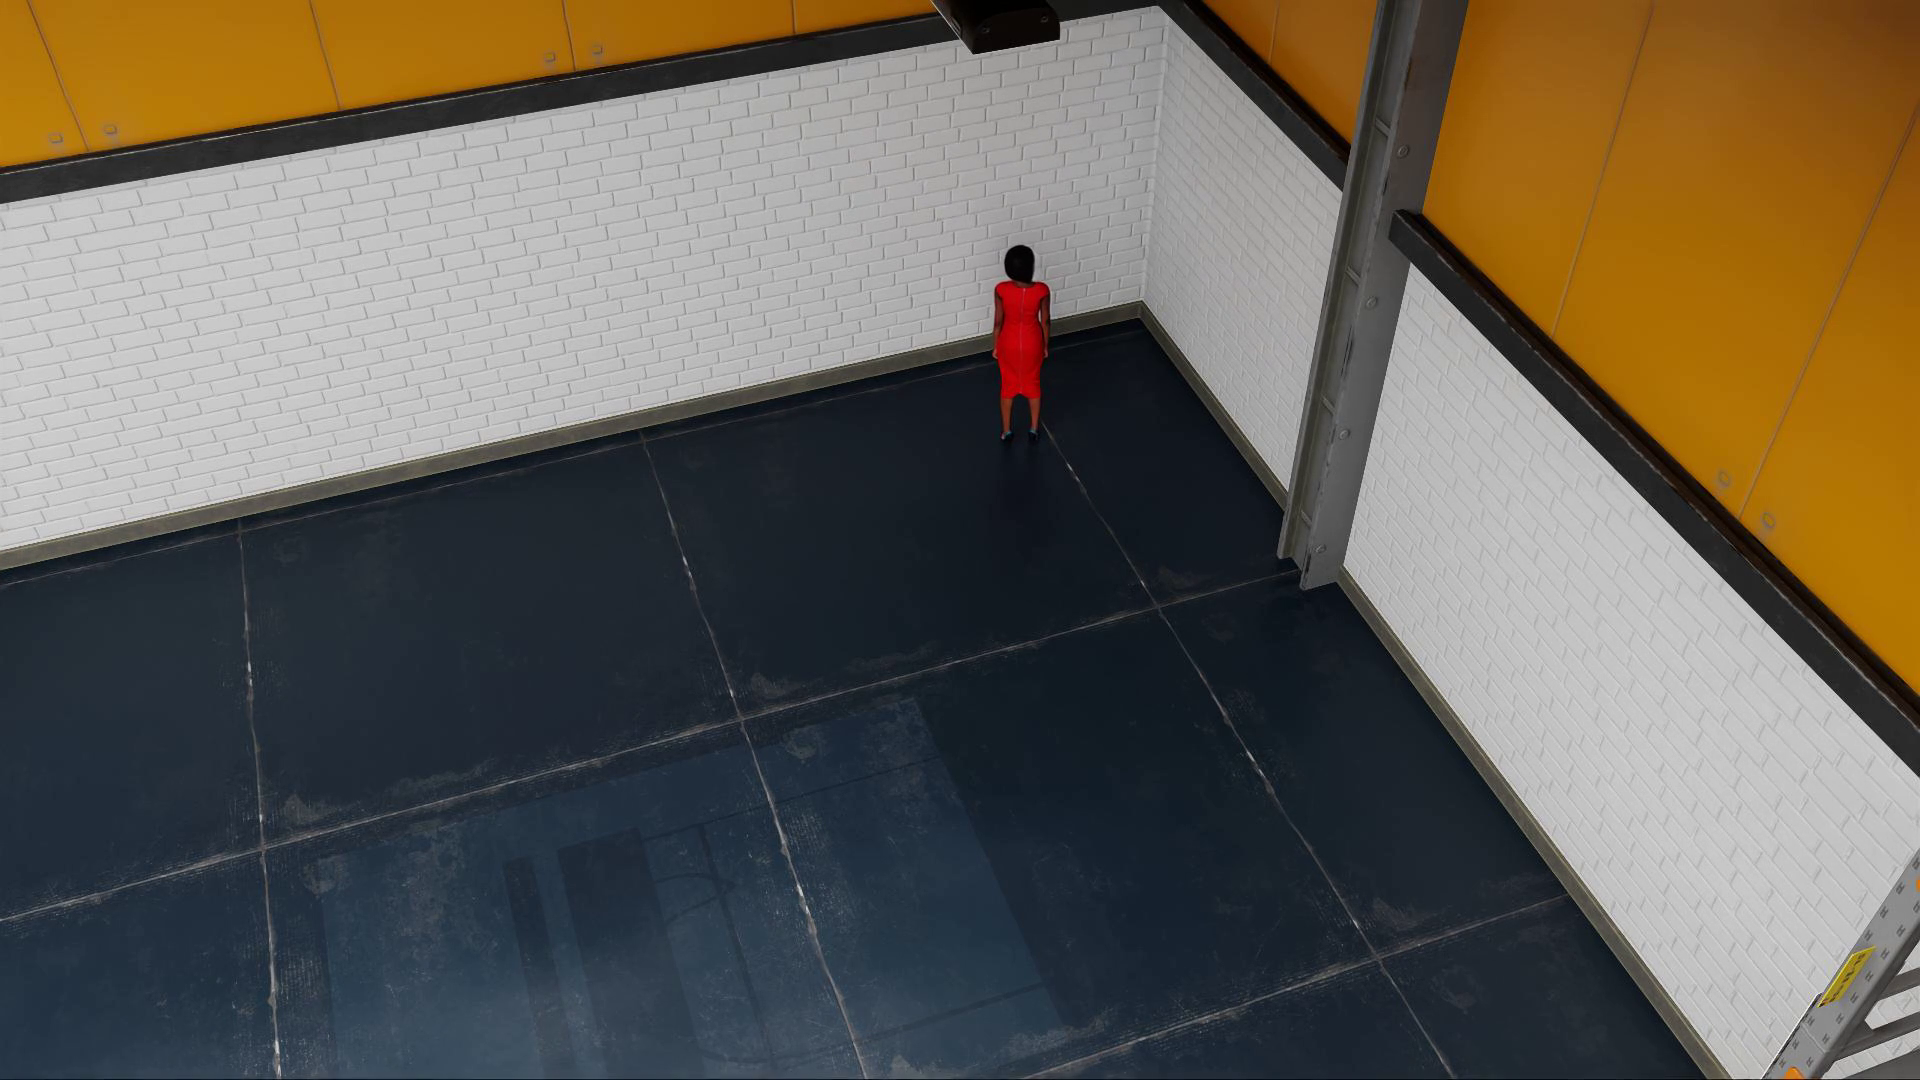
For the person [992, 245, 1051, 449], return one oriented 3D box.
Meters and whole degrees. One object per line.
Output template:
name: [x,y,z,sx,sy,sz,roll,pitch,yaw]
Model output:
person: [0.448,-1.426,12.354,0.639,1.743,0.614,0,44,0]
